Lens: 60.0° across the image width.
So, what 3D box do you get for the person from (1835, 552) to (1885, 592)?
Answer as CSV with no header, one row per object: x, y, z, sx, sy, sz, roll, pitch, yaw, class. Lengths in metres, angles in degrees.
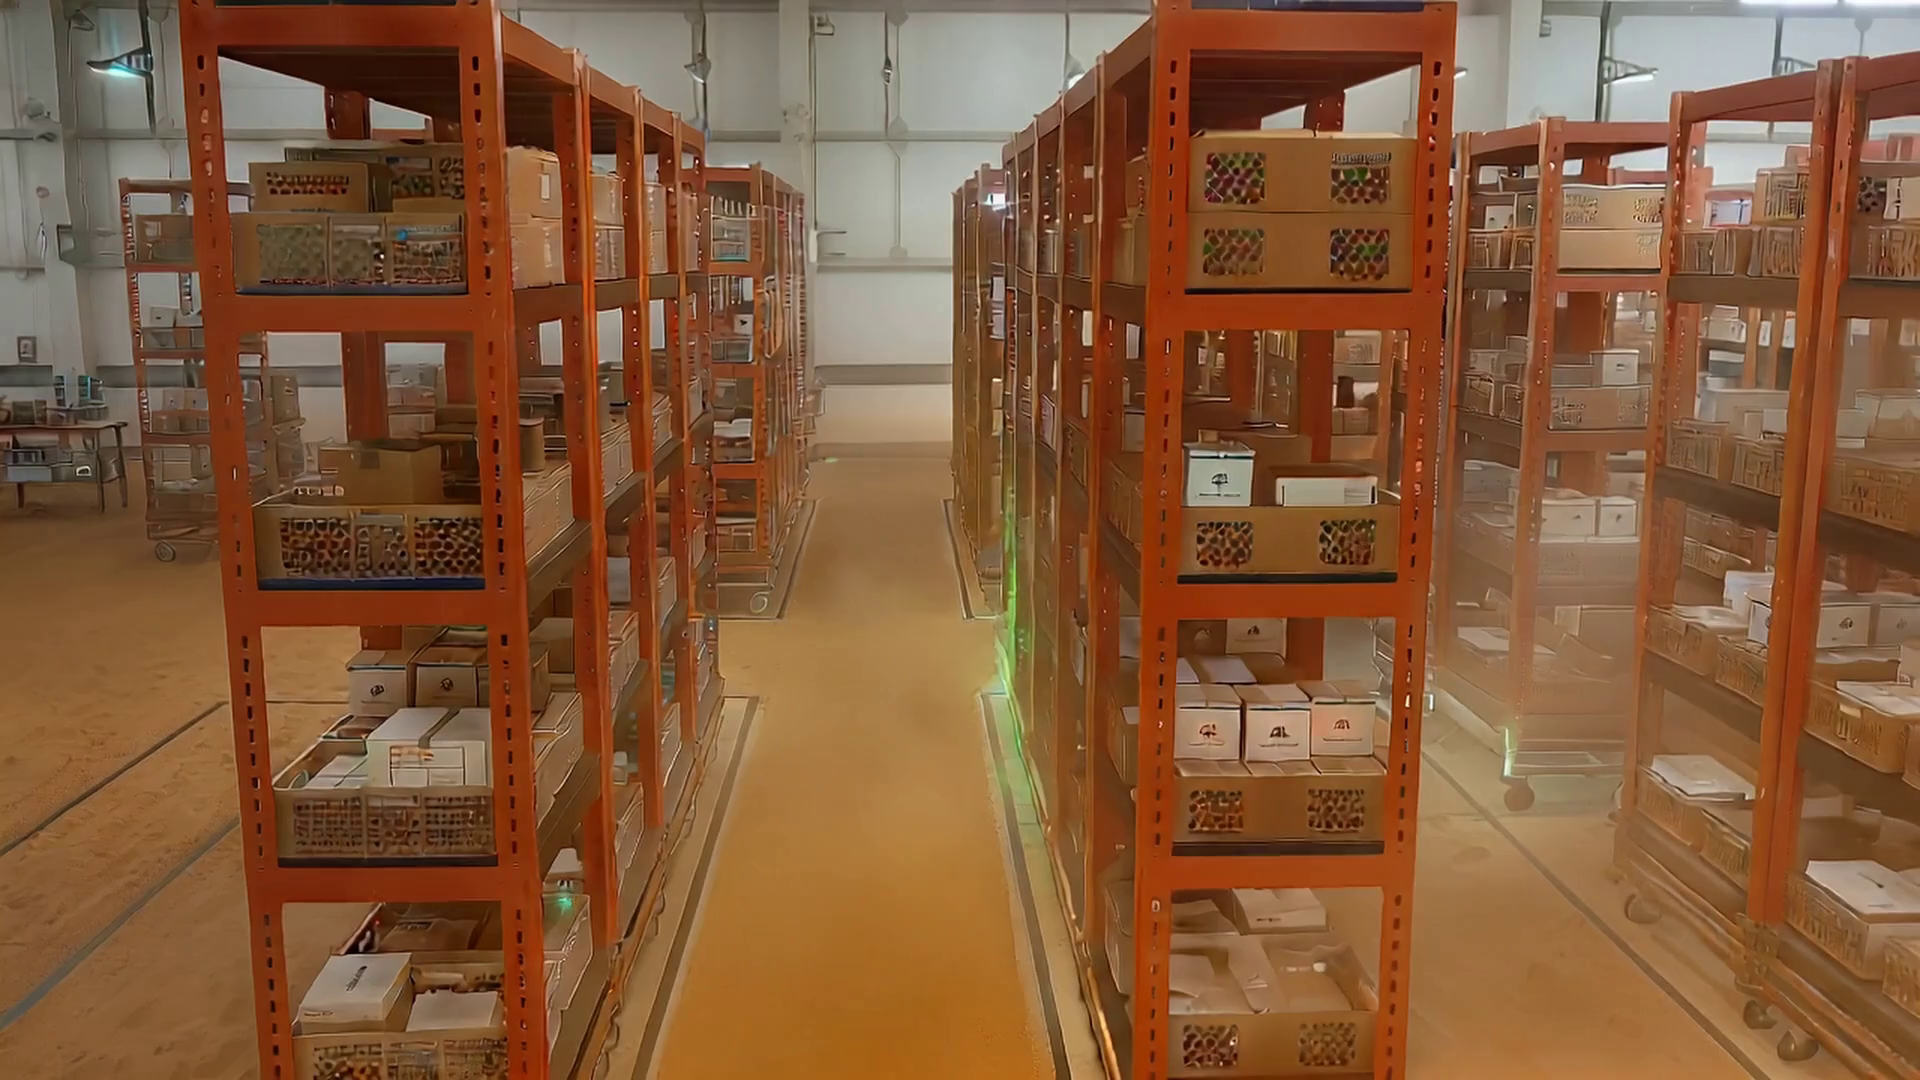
6.709,-0.083,12.248,0.586,1.832,0.404,-4,11,-23,person

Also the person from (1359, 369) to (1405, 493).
4.216,-0.880,16.878,0.589,1.802,0.797,-2,10,-12,person
